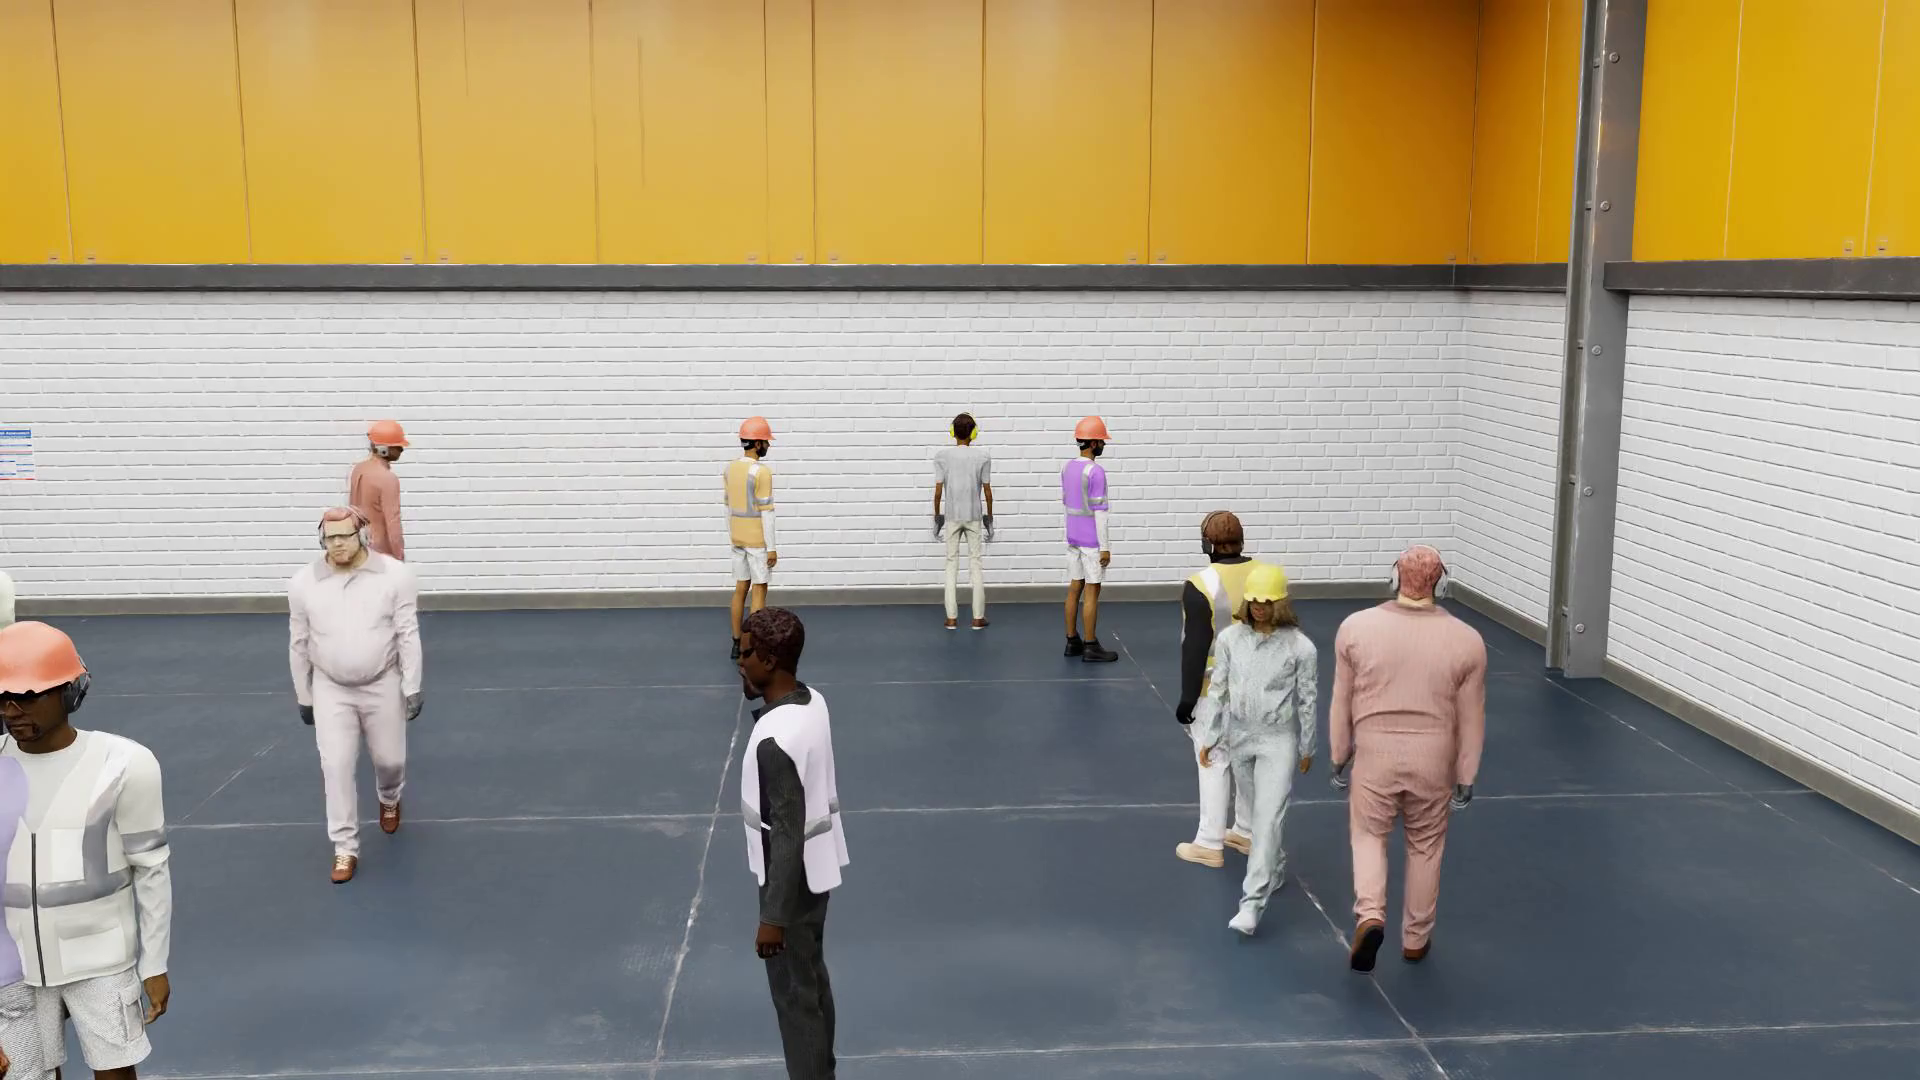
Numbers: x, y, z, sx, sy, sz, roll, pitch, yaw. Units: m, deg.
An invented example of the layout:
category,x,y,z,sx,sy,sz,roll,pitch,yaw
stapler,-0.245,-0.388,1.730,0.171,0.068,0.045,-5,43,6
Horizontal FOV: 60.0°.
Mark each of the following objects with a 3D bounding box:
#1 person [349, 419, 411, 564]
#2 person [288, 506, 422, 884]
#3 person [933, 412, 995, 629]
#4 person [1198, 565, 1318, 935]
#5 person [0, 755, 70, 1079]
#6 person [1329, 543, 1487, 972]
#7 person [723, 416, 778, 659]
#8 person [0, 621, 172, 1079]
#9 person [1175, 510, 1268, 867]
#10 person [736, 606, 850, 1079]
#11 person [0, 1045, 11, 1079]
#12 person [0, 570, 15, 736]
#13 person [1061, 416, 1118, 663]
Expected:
category,x,y,z,sx,sy,sz,roll,pitch,yaw
person,-4.386,0.065,12.569,0.502,1.958,0.666,-8,12,-40
person,-3.103,0.740,8.576,0.652,1.880,0.780,-3,9,-16
person,0.032,-0.161,14.266,0.532,1.868,0.308,1,9,4
person,1.395,0.955,7.809,0.492,1.696,0.913,6,11,34
person,-2.904,1.301,4.866,0.629,1.940,0.372,-6,11,-34
person,1.925,0.957,7.192,0.655,1.884,0.647,3,9,16
person,-1.608,-0.003,13.063,0.375,1.935,0.551,-8,12,-43
person,-2.661,1.240,4.919,0.615,2.043,0.373,-1,9,-7
person,1.350,0.760,8.583,0.621,1.840,0.430,-7,11,-36
person,-0.574,1.173,5.734,0.373,1.917,0.595,1,9,3
person,-2.031,1.688,3.418,0.278,1.626,0.501,8,12,41
person,-4.829,0.777,7.973,0.622,1.997,0.371,-6,11,-35
person,1.016,-0.007,13.081,0.354,1.939,0.544,-5,10,-28
